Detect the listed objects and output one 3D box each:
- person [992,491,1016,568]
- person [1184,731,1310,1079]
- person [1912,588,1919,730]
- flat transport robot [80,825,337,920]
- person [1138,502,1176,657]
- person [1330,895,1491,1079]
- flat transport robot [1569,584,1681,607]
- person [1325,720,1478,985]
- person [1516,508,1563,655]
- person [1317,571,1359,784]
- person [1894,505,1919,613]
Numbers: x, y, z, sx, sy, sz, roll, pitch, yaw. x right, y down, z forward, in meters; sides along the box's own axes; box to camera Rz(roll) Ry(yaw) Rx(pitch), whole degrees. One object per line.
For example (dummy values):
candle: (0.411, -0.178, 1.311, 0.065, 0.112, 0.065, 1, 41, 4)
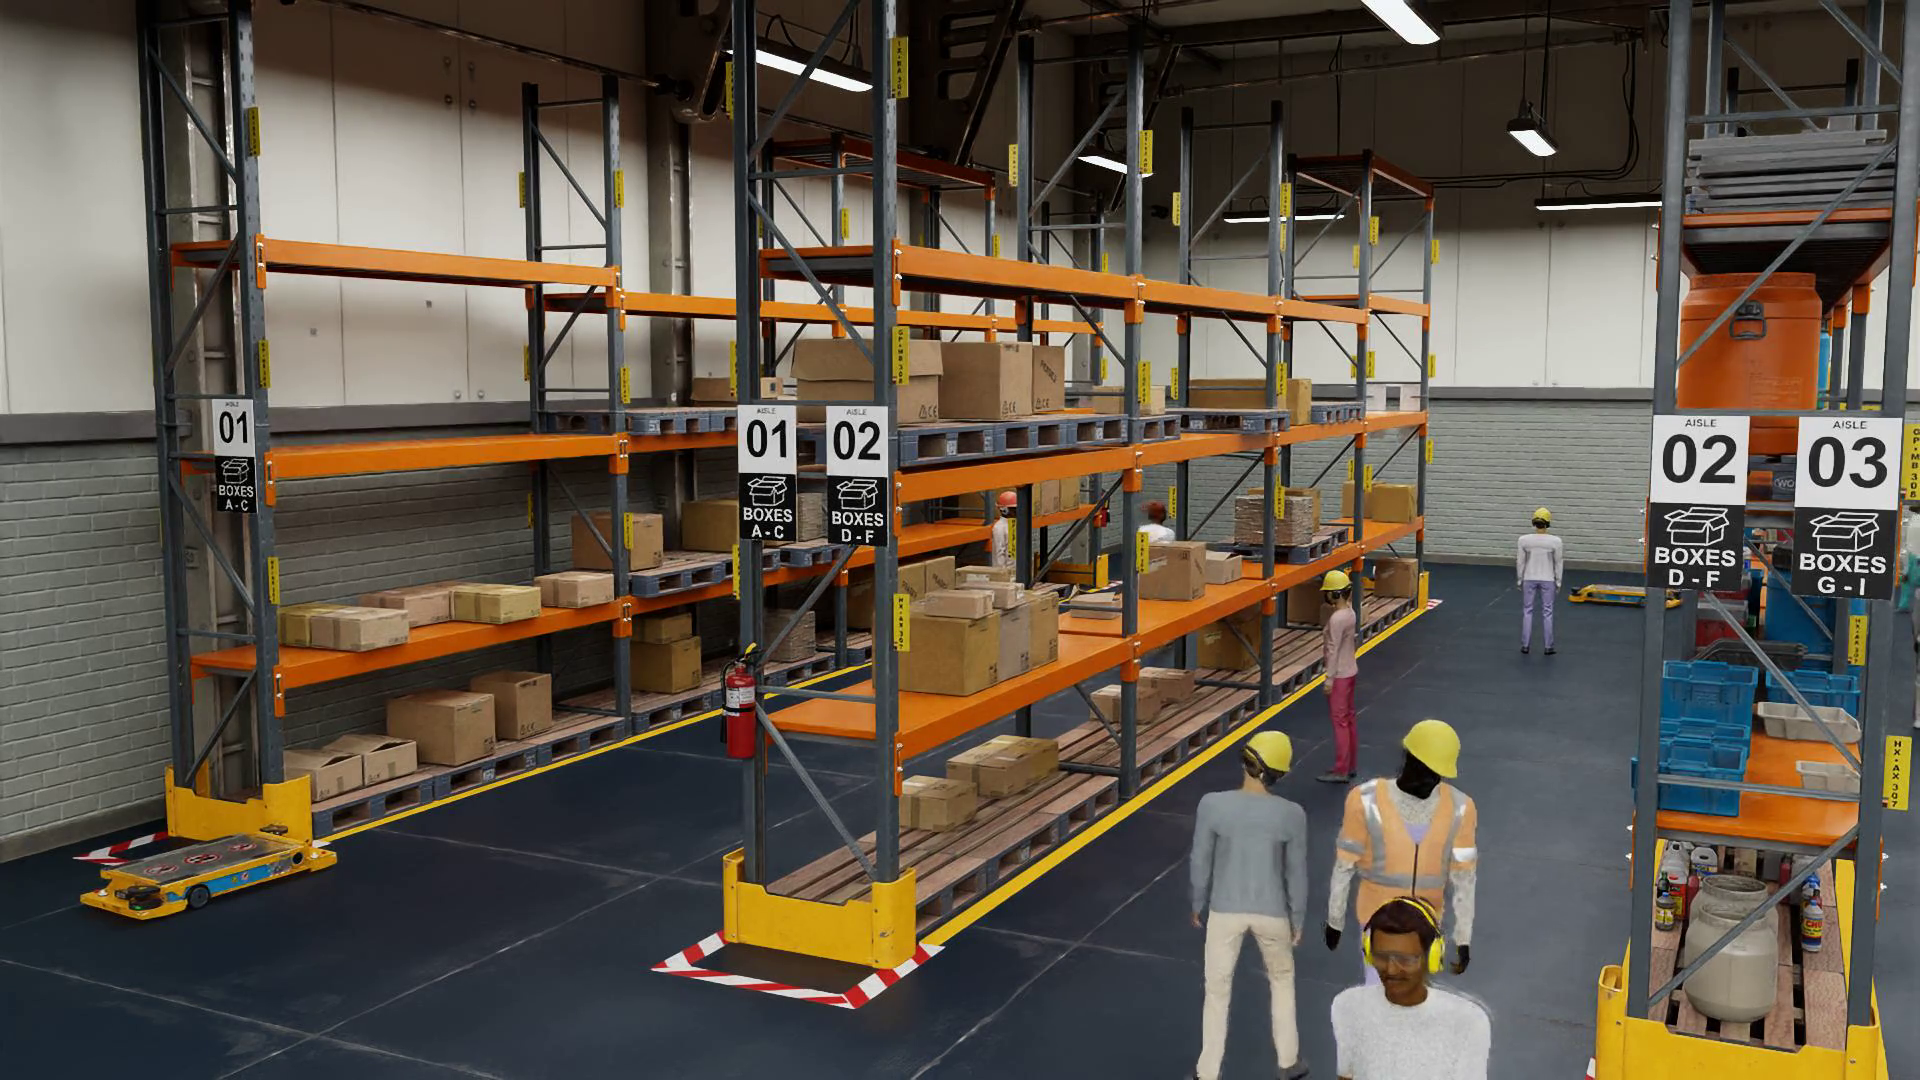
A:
person: (0.555, 0.423, 19.595, 0.377, 1.995, 0.612, 1, 6, 13)
person: (1.391, 1.766, 7.872, 0.636, 1.724, 0.497, 0, 6, 5)
person: (9.232, 1.001, 15.684, 0.315, 1.640, 0.515, -3, 7, -27)
flat transport robot: (-4.911, 2.166, 10.938, 0.652, 0.197, 1.431, 4, 7, 31)
person: (2.358, 0.461, 20.042, 0.570, 1.819, 1.007, 3, 7, 31)
person: (1.418, 1.981, 5.202, 0.520, 1.841, 0.892, 2, 6, 23)
flat transport robot: (9.668, 0.805, 24.176, 1.431, 0.197, 0.652, 4, 7, 31)
person: (2.002, 1.734, 7.427, 0.629, 1.877, 0.715, 0, 6, -4)
person: (6.963, 0.496, 19.990, 0.534, 1.767, 0.314, 3, 6, 25)
person: (3.139, 1.132, 13.846, 0.334, 1.761, 0.519, 3, 7, 27)
person: (13.351, 0.186, 23.115, 0.647, 1.740, 0.525, 1, 6, 7)
